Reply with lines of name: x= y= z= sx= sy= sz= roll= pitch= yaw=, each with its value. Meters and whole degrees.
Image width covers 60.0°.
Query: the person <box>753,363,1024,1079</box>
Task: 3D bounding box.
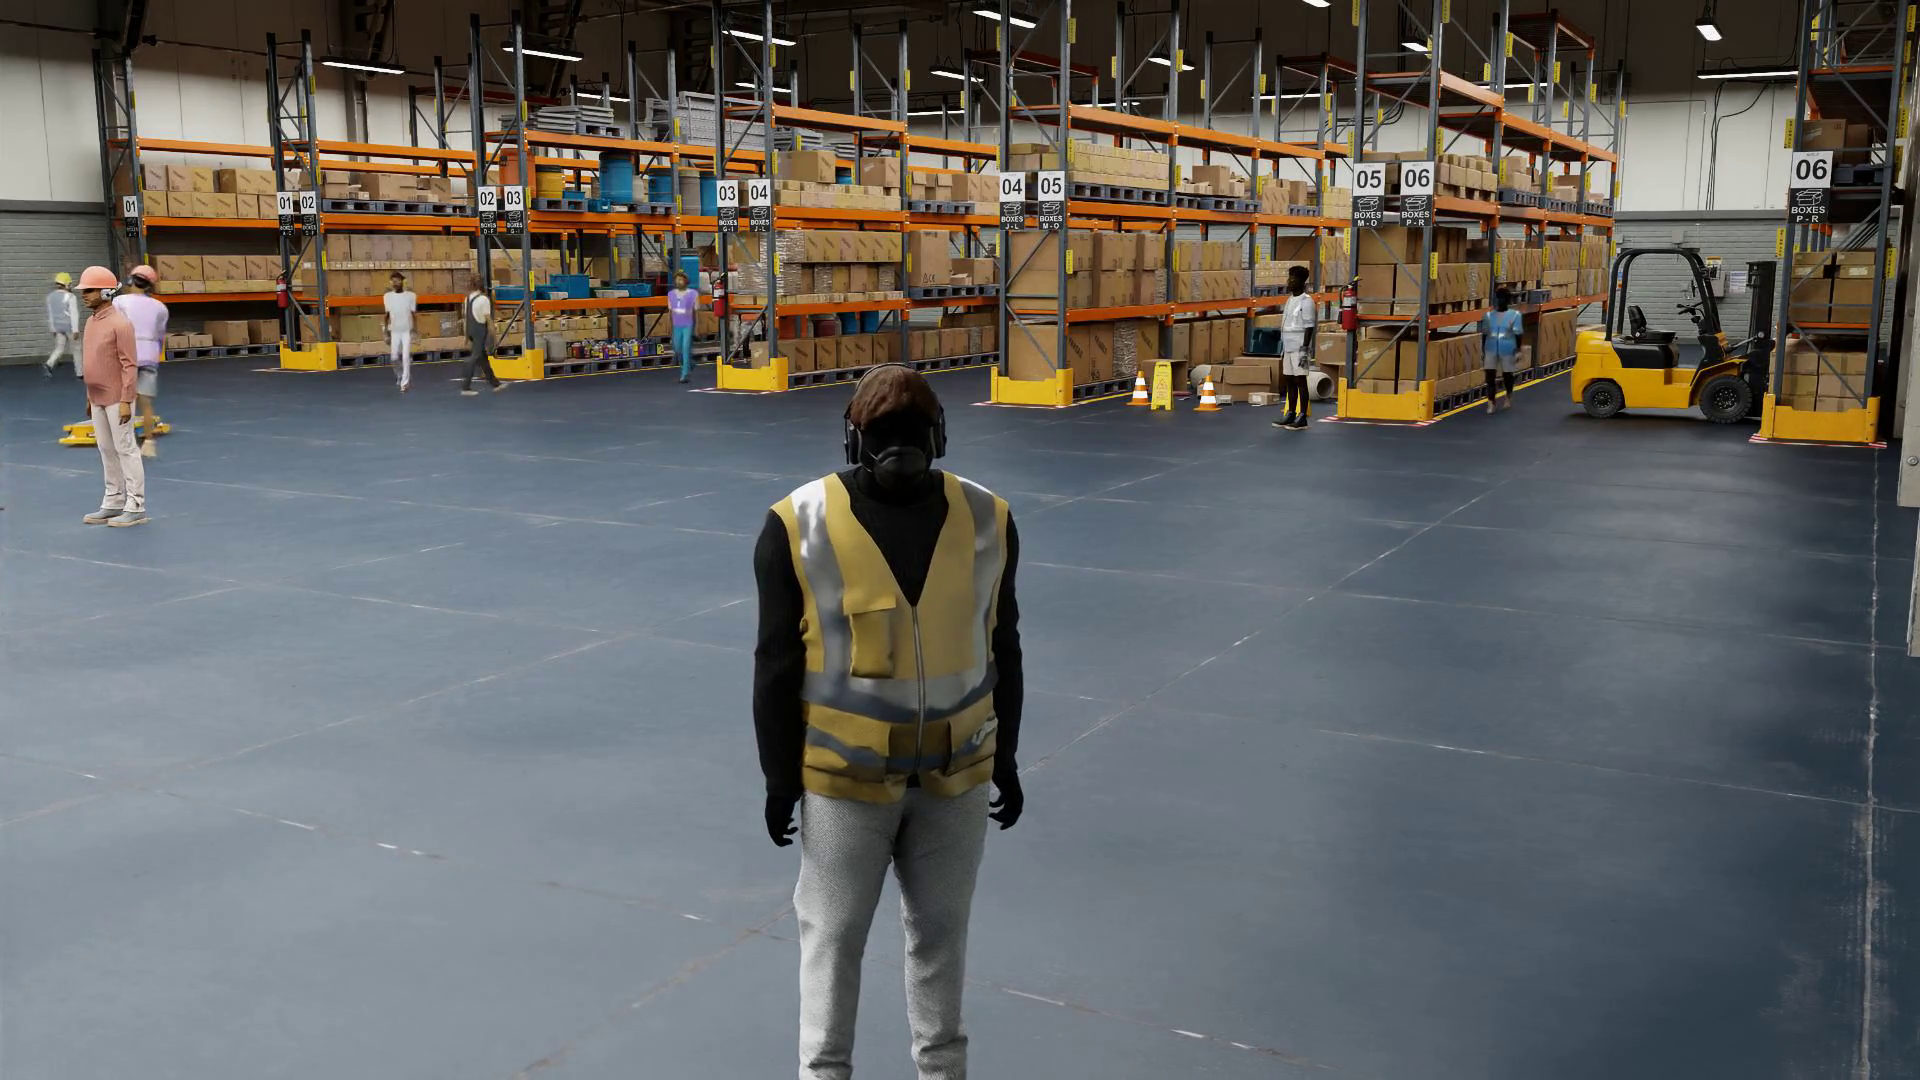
person: x=-0.145 y=0.522 z=3.765 sx=0.633 sy=1.842 sz=0.429 roll=-3 pitch=10 yaw=-17

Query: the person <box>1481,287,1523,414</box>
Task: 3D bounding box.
person: x=7.174 y=-2.512 z=22.026 sx=0.539 sy=1.676 sz=0.695 roll=5 pitch=11 yaw=28

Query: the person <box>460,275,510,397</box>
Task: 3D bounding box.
person: x=-7.112 y=-3.040 z=24.769 sx=0.529 sy=1.787 sz=0.976 roll=8 pitch=13 yaw=40

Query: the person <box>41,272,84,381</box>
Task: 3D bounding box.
person: x=-14.816 y=-3.510 z=27.472 sx=0.599 sy=1.811 sz=0.746 roll=4 pitch=10 yaw=21

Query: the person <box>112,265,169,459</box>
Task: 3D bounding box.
person: x=-8.480 y=-1.825 z=17.116 sx=0.705 sy=1.976 sz=0.742 roll=-9 pitch=14 yaw=-44

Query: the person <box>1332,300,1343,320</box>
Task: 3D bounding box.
person: x=9.210 y=-5.657 z=40.073 sx=0.483 sy=1.814 sz=0.657 roll=3 pitch=10 yaw=19

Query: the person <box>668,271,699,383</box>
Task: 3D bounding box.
person: x=-4.516 y=-3.503 z=27.372 sx=0.569 sy=1.829 sz=0.607 roll=3 pitch=10 yaw=20

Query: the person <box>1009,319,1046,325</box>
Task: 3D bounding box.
person: x=0.980 y=-3.330 z=26.134 sx=0.647 sy=1.897 sz=0.931 roll=4 pitch=11 yaw=24

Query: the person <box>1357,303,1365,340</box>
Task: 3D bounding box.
person: x=8.680 y=-5.034 z=36.255 sx=0.510 sy=1.860 sz=0.333 roll=2 pitch=10 yaw=11

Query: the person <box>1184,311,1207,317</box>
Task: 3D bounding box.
person: x=5.216 y=-5.150 z=36.873 sx=0.600 sy=1.869 sz=0.427 roll=7 pitch=12 yaw=35

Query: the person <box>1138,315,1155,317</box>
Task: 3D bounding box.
person: x=3.662 y=-4.589 z=33.493 sx=0.575 sy=1.910 sz=0.703 roll=3 pitch=10 yaw=17

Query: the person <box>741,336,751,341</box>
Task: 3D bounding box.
person: x=-5.131 y=-5.734 z=39.986 sx=0.619 sy=1.992 sz=1.025 roll=2 pitch=10 yaw=11

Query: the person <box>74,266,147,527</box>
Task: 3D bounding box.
person: x=-6.554 y=-1.100 z=12.816 sx=0.609 sy=1.995 sz=0.375 roll=7 pitch=12 yaw=34

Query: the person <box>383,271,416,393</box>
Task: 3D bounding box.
person: x=-8.499 y=-3.154 z=25.293 sx=0.498 sy=1.848 sz=0.477 roll=-1 pitch=10 yaw=-8

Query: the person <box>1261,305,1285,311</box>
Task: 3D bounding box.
person: x=7.117 y=-5.283 z=37.556 sx=0.606 sy=1.902 sz=0.709 roll=7 pitch=12 yaw=34

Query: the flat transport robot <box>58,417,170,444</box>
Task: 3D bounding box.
flat transport robot: x=-9.497 y=-1.246 z=18.706 sx=0.652 sy=0.197 sz=1.431 roll=-1 pitch=10 yaw=-5

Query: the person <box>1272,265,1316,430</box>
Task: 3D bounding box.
person: x=4.027 y=-2.308 z=19.972 sx=0.367 sy=1.966 sz=0.607 roll=-3 pitch=10 yaw=-16

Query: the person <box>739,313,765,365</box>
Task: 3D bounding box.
person: x=-3.987 y=-4.200 z=31.824 sx=0.541 sy=1.700 sz=0.315 roll=1 pitch=10 yaw=4

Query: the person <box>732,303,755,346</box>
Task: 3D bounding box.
person: x=-4.908 y=-5.324 z=37.880 sx=0.609 sy=1.870 sz=0.974 roll=4 pitch=11 yaw=23

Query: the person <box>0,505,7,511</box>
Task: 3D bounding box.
person: x=-8.106 y=-1.043 z=13.596 sx=0.608 sy=1.618 sz=0.504 roll=3 pitch=10 yaw=18
